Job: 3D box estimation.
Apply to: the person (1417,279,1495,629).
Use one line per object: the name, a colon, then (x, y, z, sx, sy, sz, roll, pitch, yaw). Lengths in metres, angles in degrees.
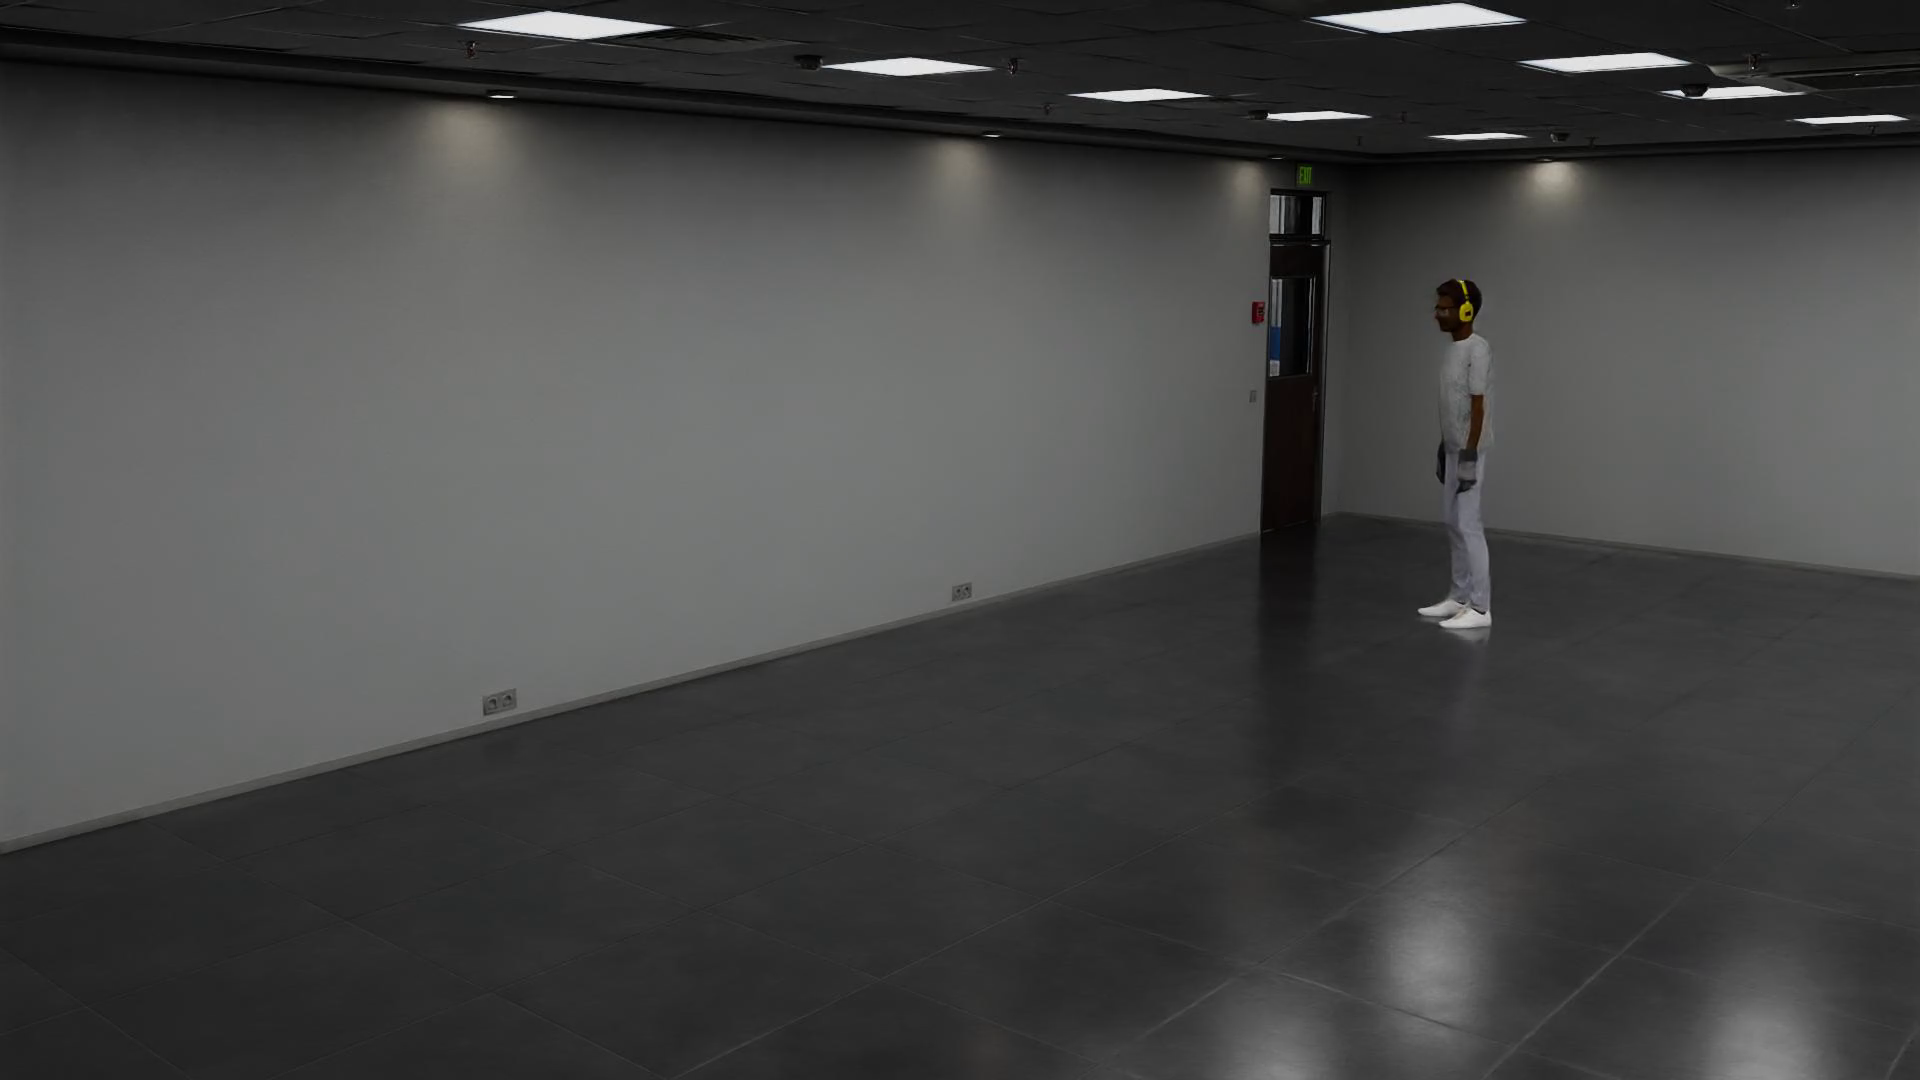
person: (2.679, -0.456, 8.902, 0.333, 1.860, 0.496, -1, 10, -4)
